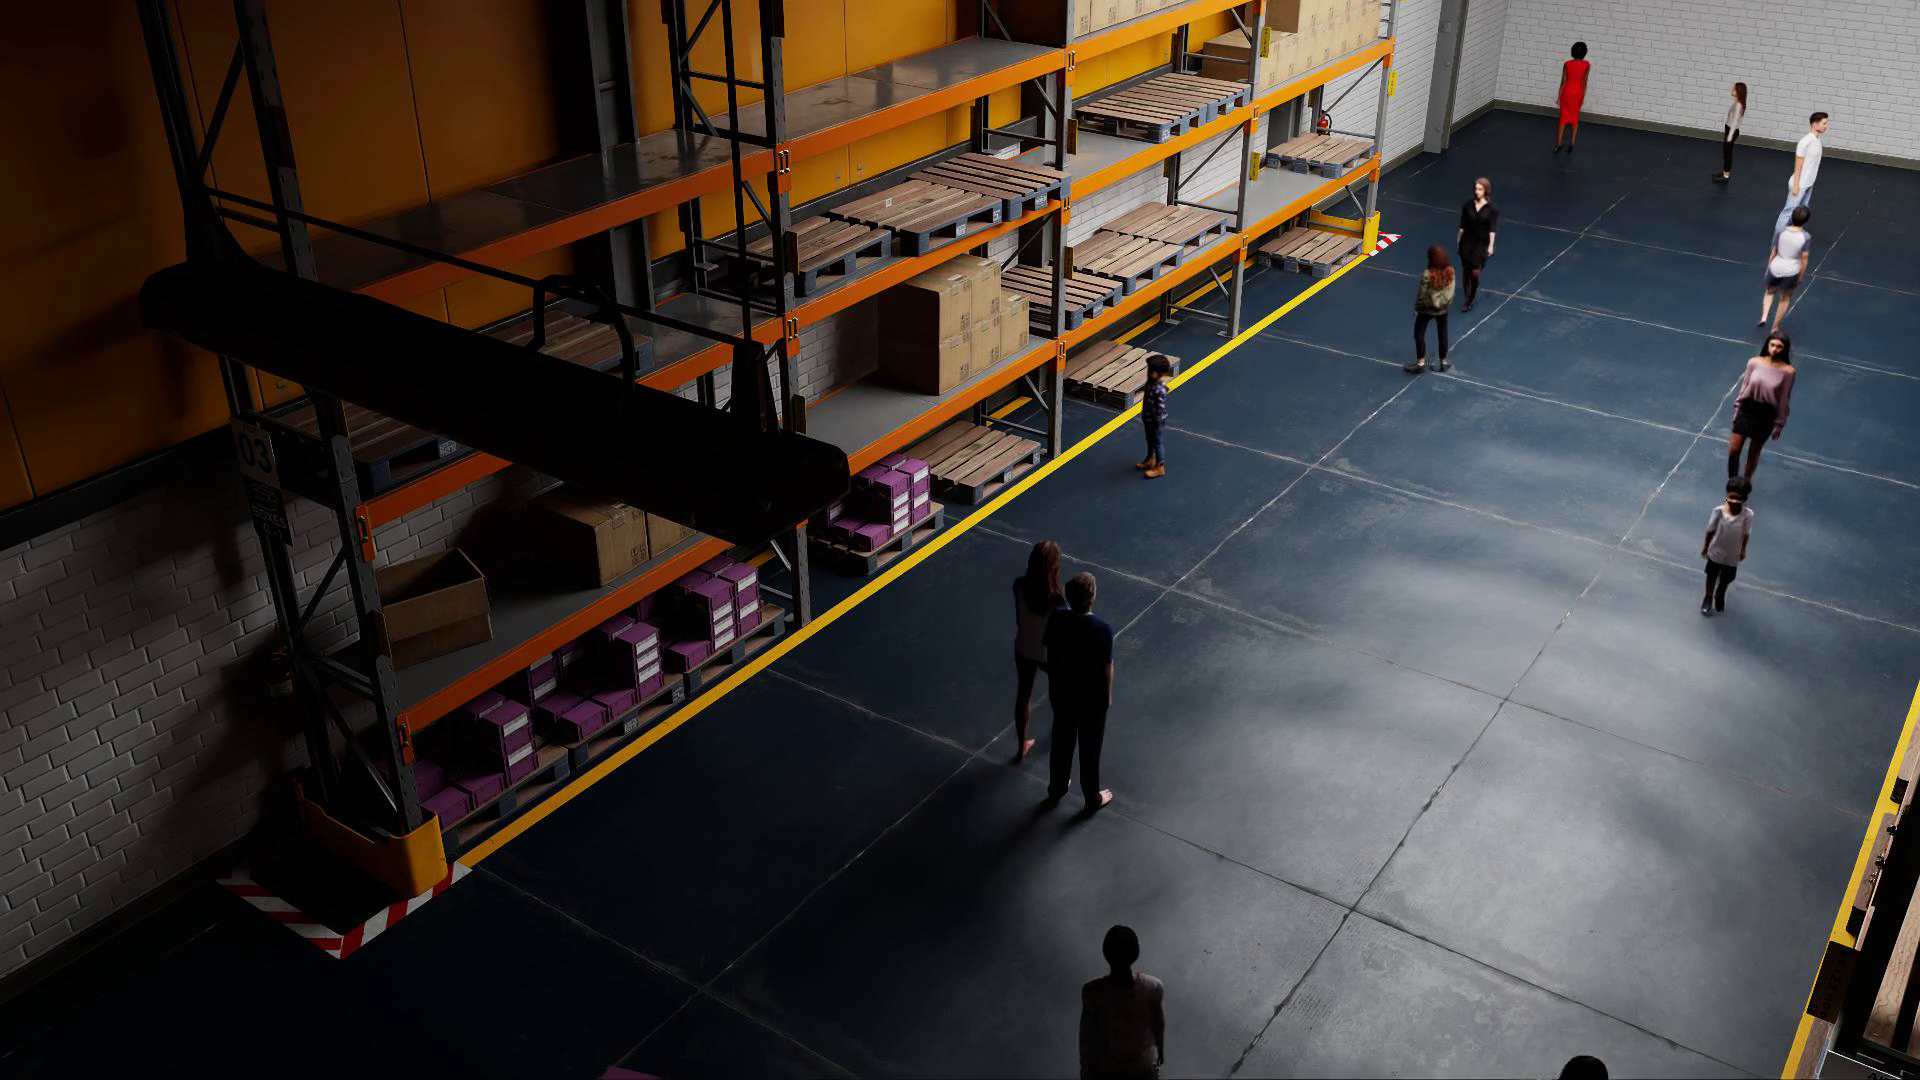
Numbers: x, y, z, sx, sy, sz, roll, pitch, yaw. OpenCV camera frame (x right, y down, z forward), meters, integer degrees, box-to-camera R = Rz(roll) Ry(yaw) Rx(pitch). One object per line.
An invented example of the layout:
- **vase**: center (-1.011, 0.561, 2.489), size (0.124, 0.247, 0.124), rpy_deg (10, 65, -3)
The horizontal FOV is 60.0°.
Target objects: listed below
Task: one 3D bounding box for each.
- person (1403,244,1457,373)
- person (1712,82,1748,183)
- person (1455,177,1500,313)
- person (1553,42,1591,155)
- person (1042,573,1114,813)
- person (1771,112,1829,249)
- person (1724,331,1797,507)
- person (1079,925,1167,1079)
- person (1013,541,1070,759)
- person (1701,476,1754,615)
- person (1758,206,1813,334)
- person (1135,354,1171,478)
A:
- **person**: center (5.285, -2.581, 18.603), size (0.764, 1.461, 0.833), rpy_deg (-12, 31, -21)
- **person**: center (11.699, -6.176, 25.172), size (0.645, 1.481, 0.479), rpy_deg (11, 31, 20)
- **person**: center (6.283, -3.589, 20.207), size (0.595, 1.694, 0.611), rpy_deg (17, 33, 28)
- **person**: center (9.735, -7.037, 26.477), size (0.654, 1.743, 0.668), rpy_deg (2, 29, 3)
- **person**: center (0.832, 1.047, 11.523), size (0.683, 1.872, 0.579), rpy_deg (14, 32, 24)
- **person**: center (11.261, -4.800, 22.257), size (0.594, 1.858, 0.785), rpy_deg (-22, 35, -34)
- **person**: center (7.502, -1.143, 15.620), size (0.663, 1.793, 0.678), rpy_deg (21, 35, 33)
- **person**: center (0.839, 2.755, 8.520), size (0.910, 1.750, 1.098), rpy_deg (2, 29, 4)
- **person**: center (0.528, 0.838, 12.085), size (0.695, 1.702, 0.929), rpy_deg (13, 31, 23)
- **person**: center (6.473, 0.023, 14.049), size (0.526, 1.250, 0.522), rpy_deg (12, 31, 21)
- **person**: center (9.689, -3.160, 19.572), size (0.593, 1.550, 0.614), rpy_deg (22, 35, 34)
- **person**: center (1.919, -1.229, 16.347), size (0.600, 1.248, 0.563), rpy_deg (-11, 30, -19)
